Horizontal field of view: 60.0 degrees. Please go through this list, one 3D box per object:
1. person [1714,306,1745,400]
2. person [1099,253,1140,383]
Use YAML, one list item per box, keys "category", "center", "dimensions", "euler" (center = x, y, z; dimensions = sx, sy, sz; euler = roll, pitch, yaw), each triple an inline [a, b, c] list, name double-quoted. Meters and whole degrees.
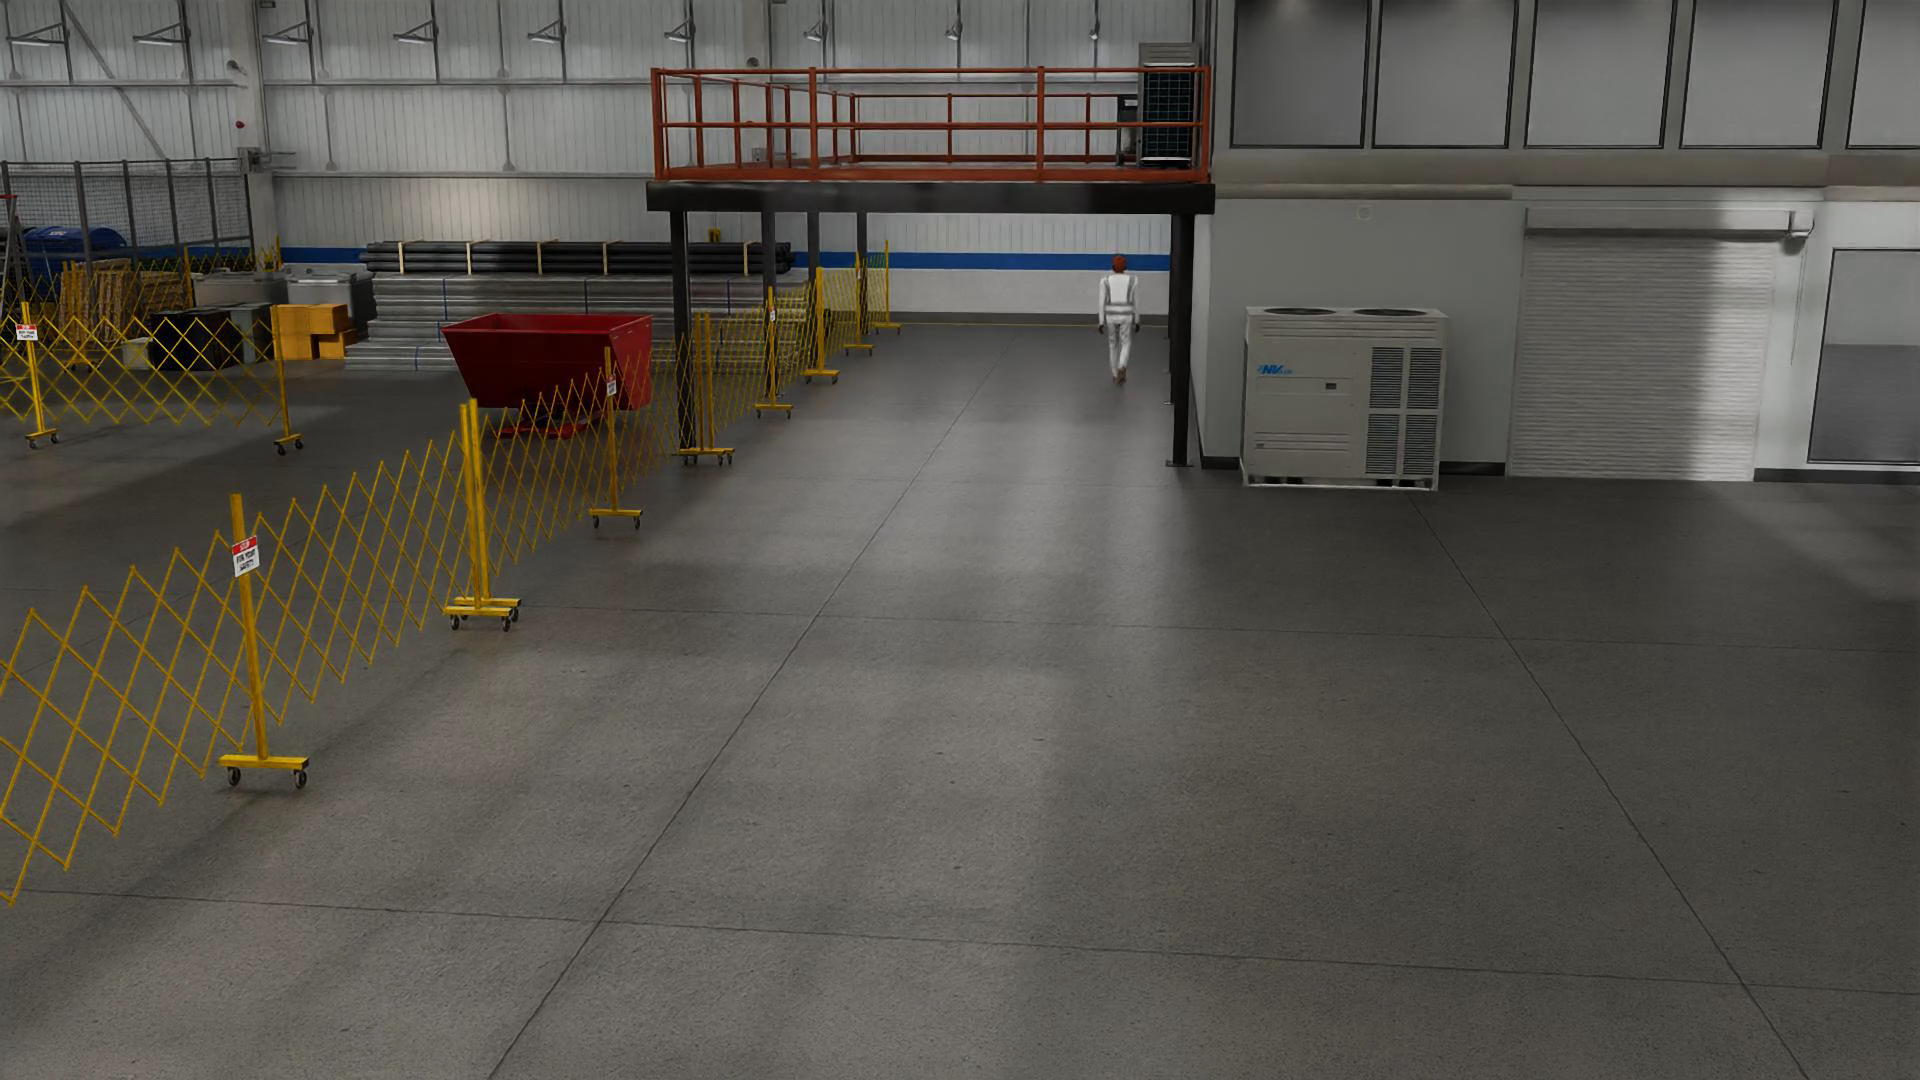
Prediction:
- category: "person"
  center: [9.079, -2.205, 19.802]
  dimensions: [0.642, 1.913, 0.409]
  euler: [-5, 15, -21]
- category: "person"
  center: [2.264, -3.149, 23.754]
  dimensions: [0.585, 1.870, 0.587]
  euler: [2, 14, 9]
